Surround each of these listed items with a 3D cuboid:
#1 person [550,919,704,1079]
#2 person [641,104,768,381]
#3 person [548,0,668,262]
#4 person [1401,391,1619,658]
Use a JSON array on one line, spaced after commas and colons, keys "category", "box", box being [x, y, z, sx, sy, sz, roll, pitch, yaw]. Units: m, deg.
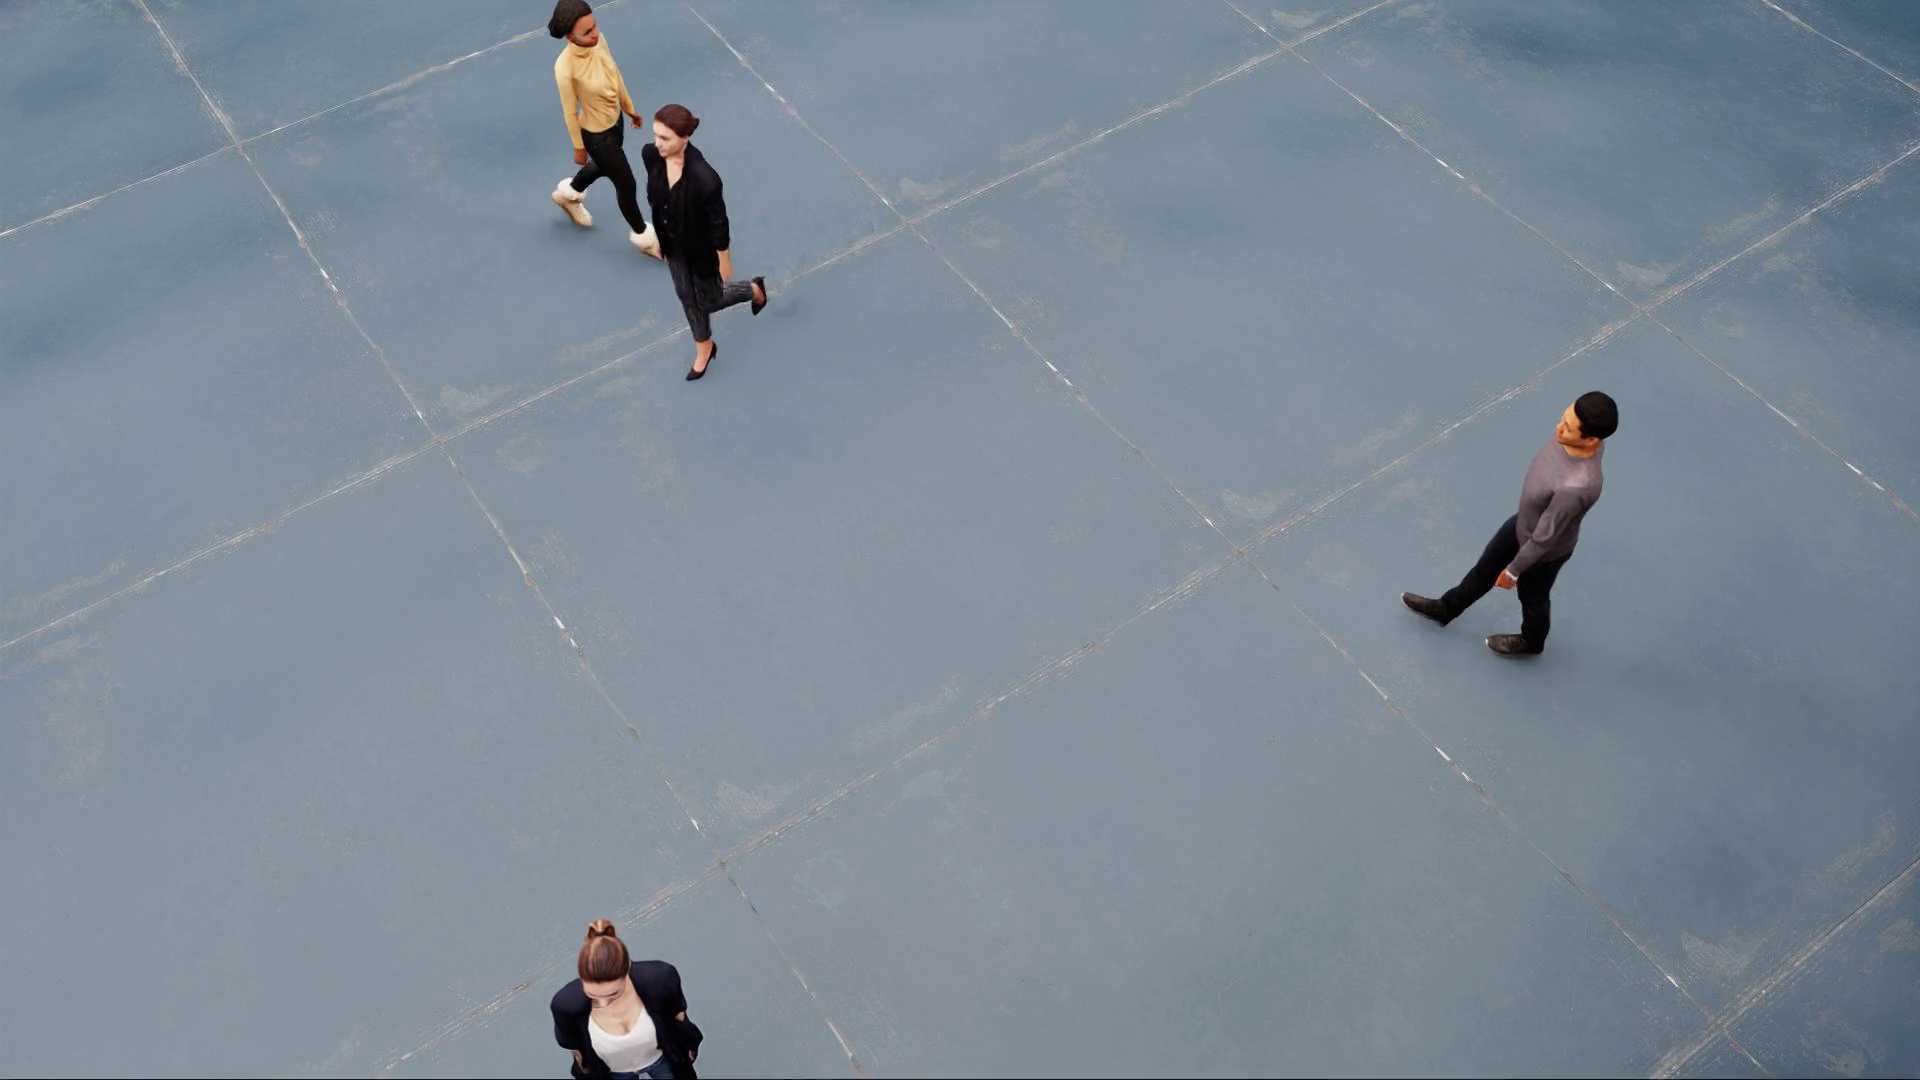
[{"category": "person", "box": [-1.168, 1.801, 5.949, 0.696, 1.689, 0.669, -13, 53, -10]}, {"category": "person", "box": [-1.308, -1.558, 8.543, 0.901, 1.701, 0.855, 32, 59, 22]}, {"category": "person", "box": [-2.038, -2.282, 9.145, 1.148, 1.634, 0.999, 15, 54, 11]}, {"category": "person", "box": [2.631, -0.001, 7.307, 1.071, 1.749, 1.004, -36, 60, -24]}]
